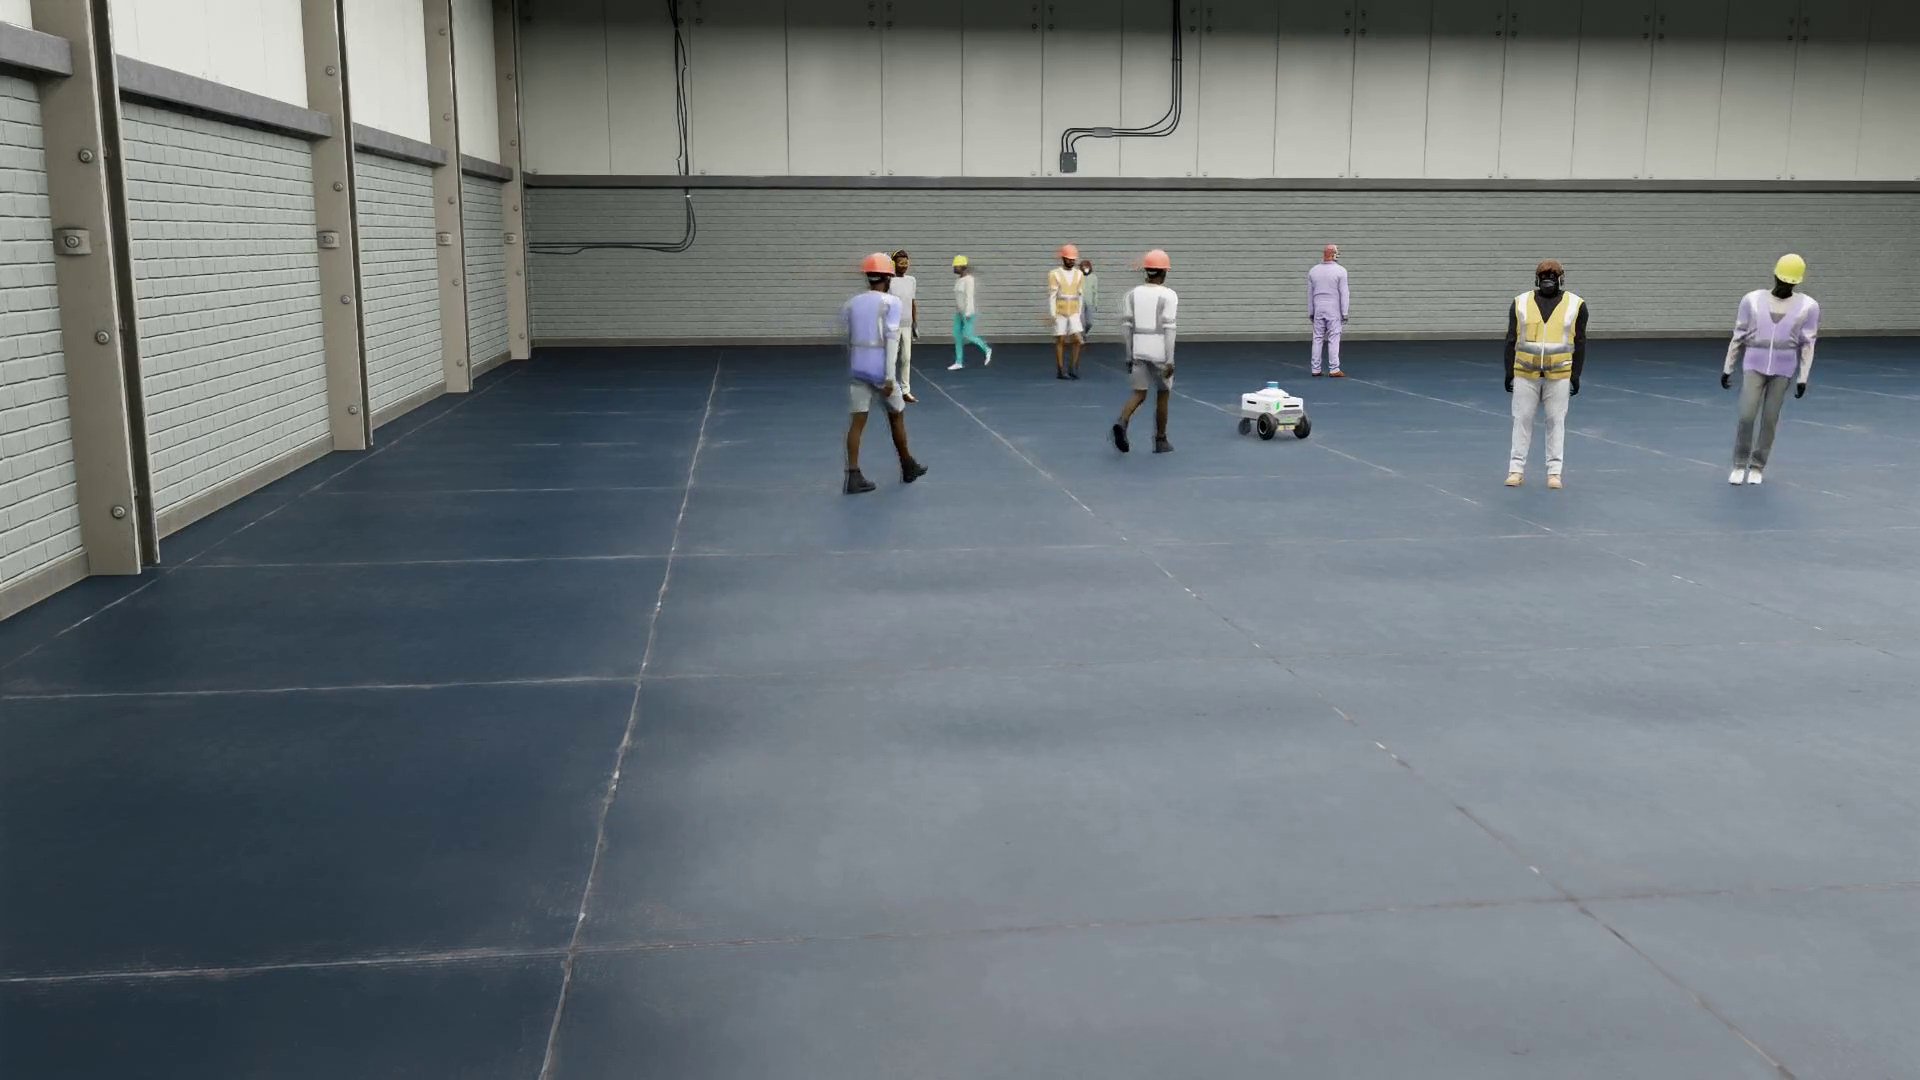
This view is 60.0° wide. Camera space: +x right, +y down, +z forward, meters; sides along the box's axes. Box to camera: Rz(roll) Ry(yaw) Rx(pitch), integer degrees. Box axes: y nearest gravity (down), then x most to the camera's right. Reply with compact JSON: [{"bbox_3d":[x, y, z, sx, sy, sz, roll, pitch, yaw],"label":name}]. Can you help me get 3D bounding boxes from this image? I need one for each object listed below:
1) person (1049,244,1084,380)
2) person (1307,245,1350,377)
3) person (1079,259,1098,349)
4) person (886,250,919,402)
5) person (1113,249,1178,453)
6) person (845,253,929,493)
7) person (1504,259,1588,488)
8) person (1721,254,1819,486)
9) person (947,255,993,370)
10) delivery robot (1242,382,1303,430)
[{"bbox_3d":[1.519,-3.213,23.539,0.544,1.908,0.608,-3,11,-14],"label":"person"},{"bbox_3d":[5.342,-3.303,24.048,0.651,1.907,0.409,9,14,42],"label":"person"},{"bbox_3d":[2.246,-4.279,30.177,0.505,1.623,0.423,-2,11,-12],"label":"person"},{"bbox_3d":[-0.731,-2.598,20.316,0.516,1.865,0.312,-8,13,-36],"label":"person"},{"bbox_3d":[1.729,-1.728,15.429,0.547,1.918,0.768,8,13,38],"label":"person"},{"bbox_3d":[-0.637,-1.346,13.380,0.565,1.878,1.024,6,12,32],"label":"person"},{"bbox_3d":[4.719,-1.339,13.463,0.627,1.844,0.429,4,11,22],"label":"person"},{"bbox_3d":[6.539,-1.362,13.478,0.675,1.876,0.654,5,11,25],"label":"person"},{"bbox_3d":[0.130,-3.476,25.414,0.630,1.745,0.535,-6,12,-29],"label":"person"},{"bbox_3d":[3.161,-1.359,16.840,0.477,0.478,0.707,-4,11,-21],"label":"delivery robot"}]
